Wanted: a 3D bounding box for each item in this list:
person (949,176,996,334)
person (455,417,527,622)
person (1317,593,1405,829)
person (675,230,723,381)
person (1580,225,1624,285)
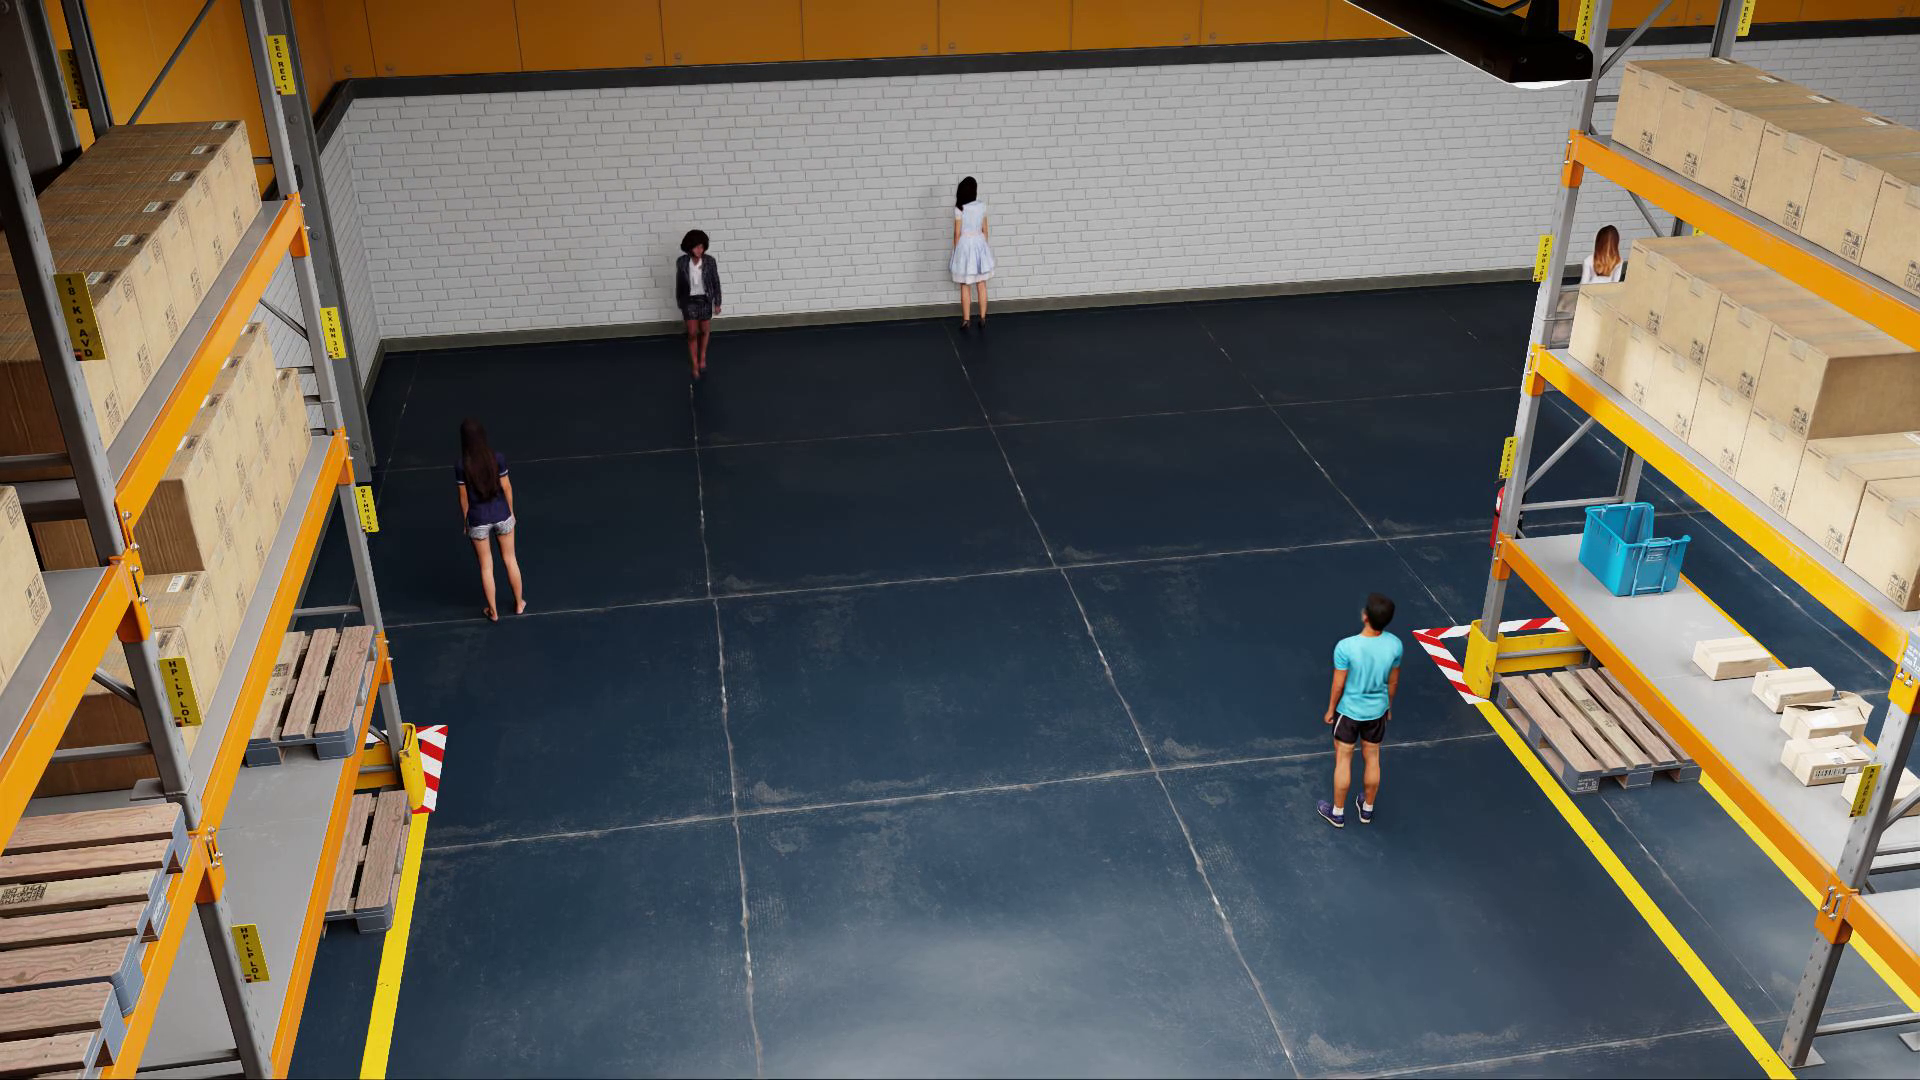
[{"bbox_3d":[0.131,-3.260,19.050,0.718,1.814,0.735,-8,30,-14],"label":"person"},{"bbox_3d":[-3.805,-0.166,13.427,0.627,1.765,0.602,-13,31,-22],"label":"person"},{"bbox_3d":[2.673,1.131,11.035,0.611,1.780,0.508,-4,29,-8],"label":"person"},{"bbox_3d":[-2.846,-2.558,17.924,0.625,1.659,0.721,-1,29,-3],"label":"person"},{"bbox_3d":[6.754,-2.485,17.676,0.610,1.768,0.577,0,29,0],"label":"person"}]
